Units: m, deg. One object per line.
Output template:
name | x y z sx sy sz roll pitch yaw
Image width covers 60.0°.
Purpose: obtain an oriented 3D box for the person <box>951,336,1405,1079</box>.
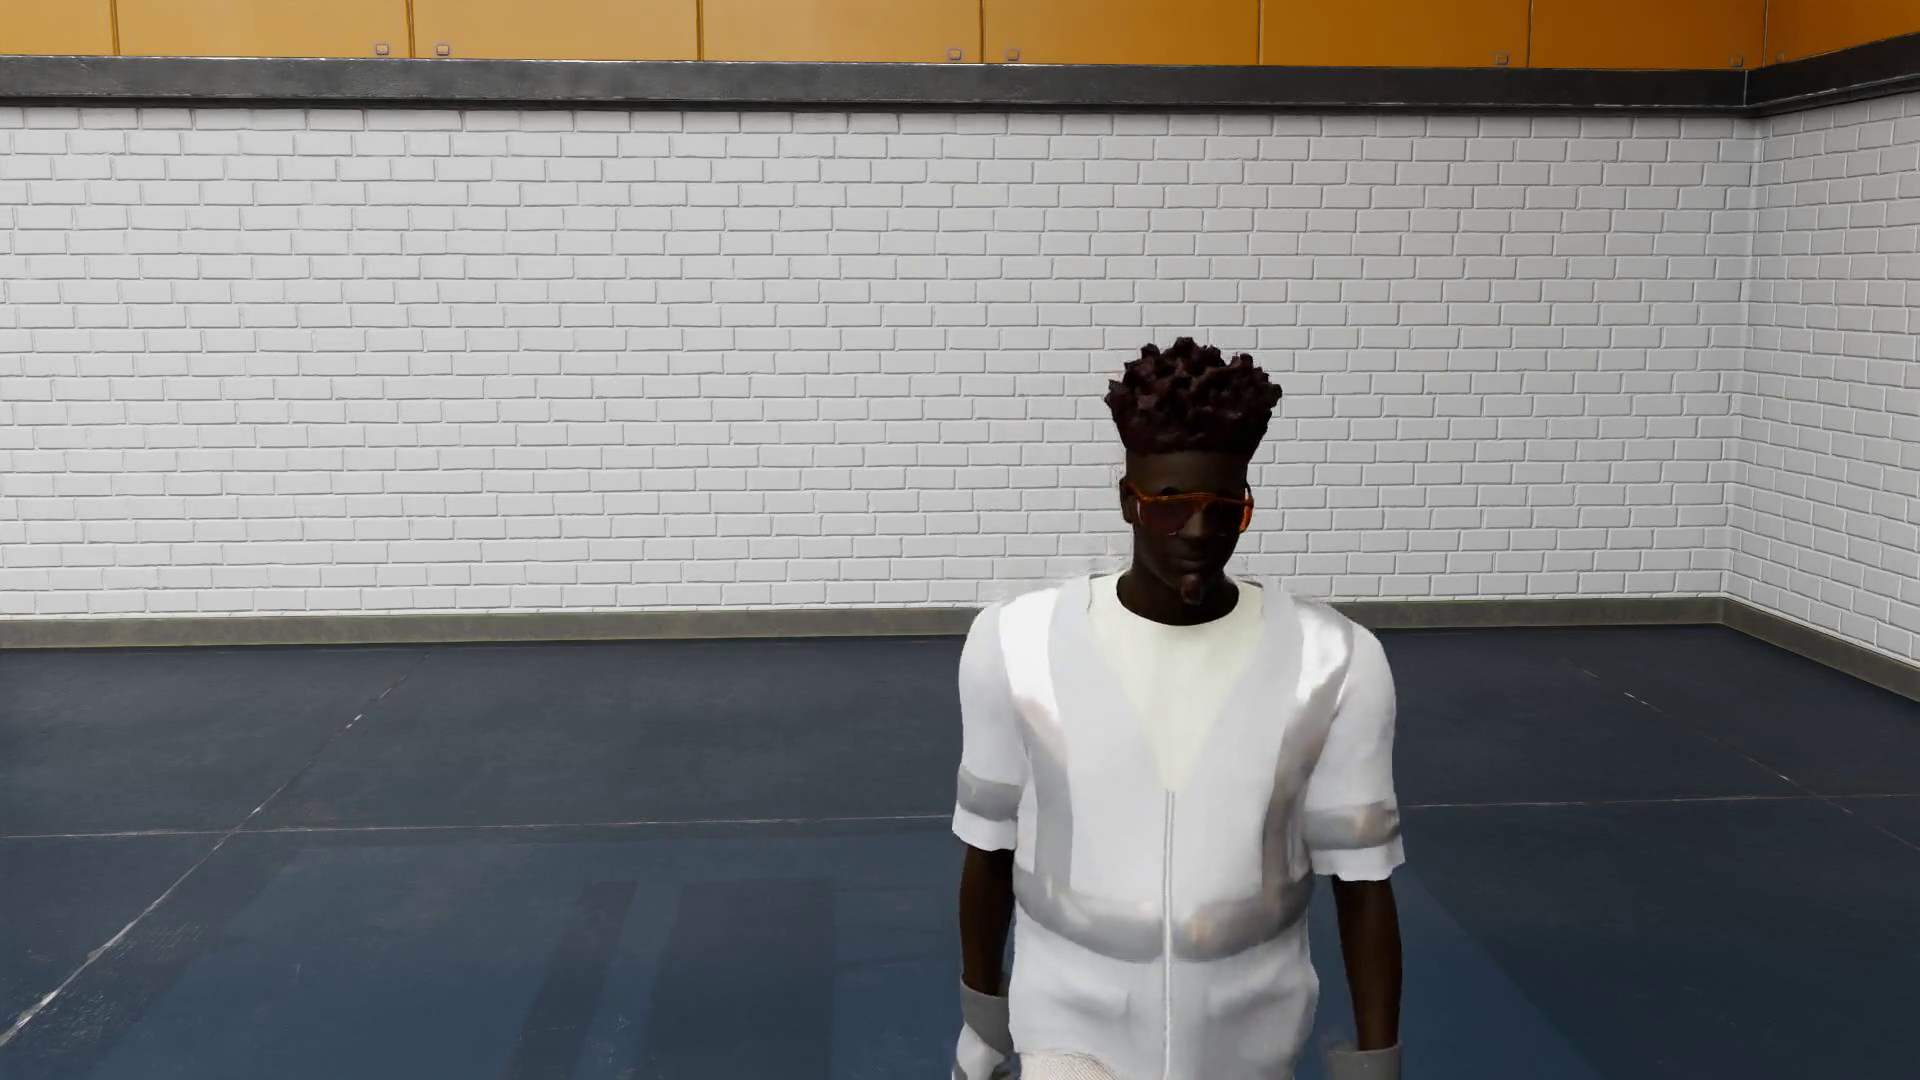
person | 0.291 0.703 2.252 0.625 1.930 0.888 1 9 3
